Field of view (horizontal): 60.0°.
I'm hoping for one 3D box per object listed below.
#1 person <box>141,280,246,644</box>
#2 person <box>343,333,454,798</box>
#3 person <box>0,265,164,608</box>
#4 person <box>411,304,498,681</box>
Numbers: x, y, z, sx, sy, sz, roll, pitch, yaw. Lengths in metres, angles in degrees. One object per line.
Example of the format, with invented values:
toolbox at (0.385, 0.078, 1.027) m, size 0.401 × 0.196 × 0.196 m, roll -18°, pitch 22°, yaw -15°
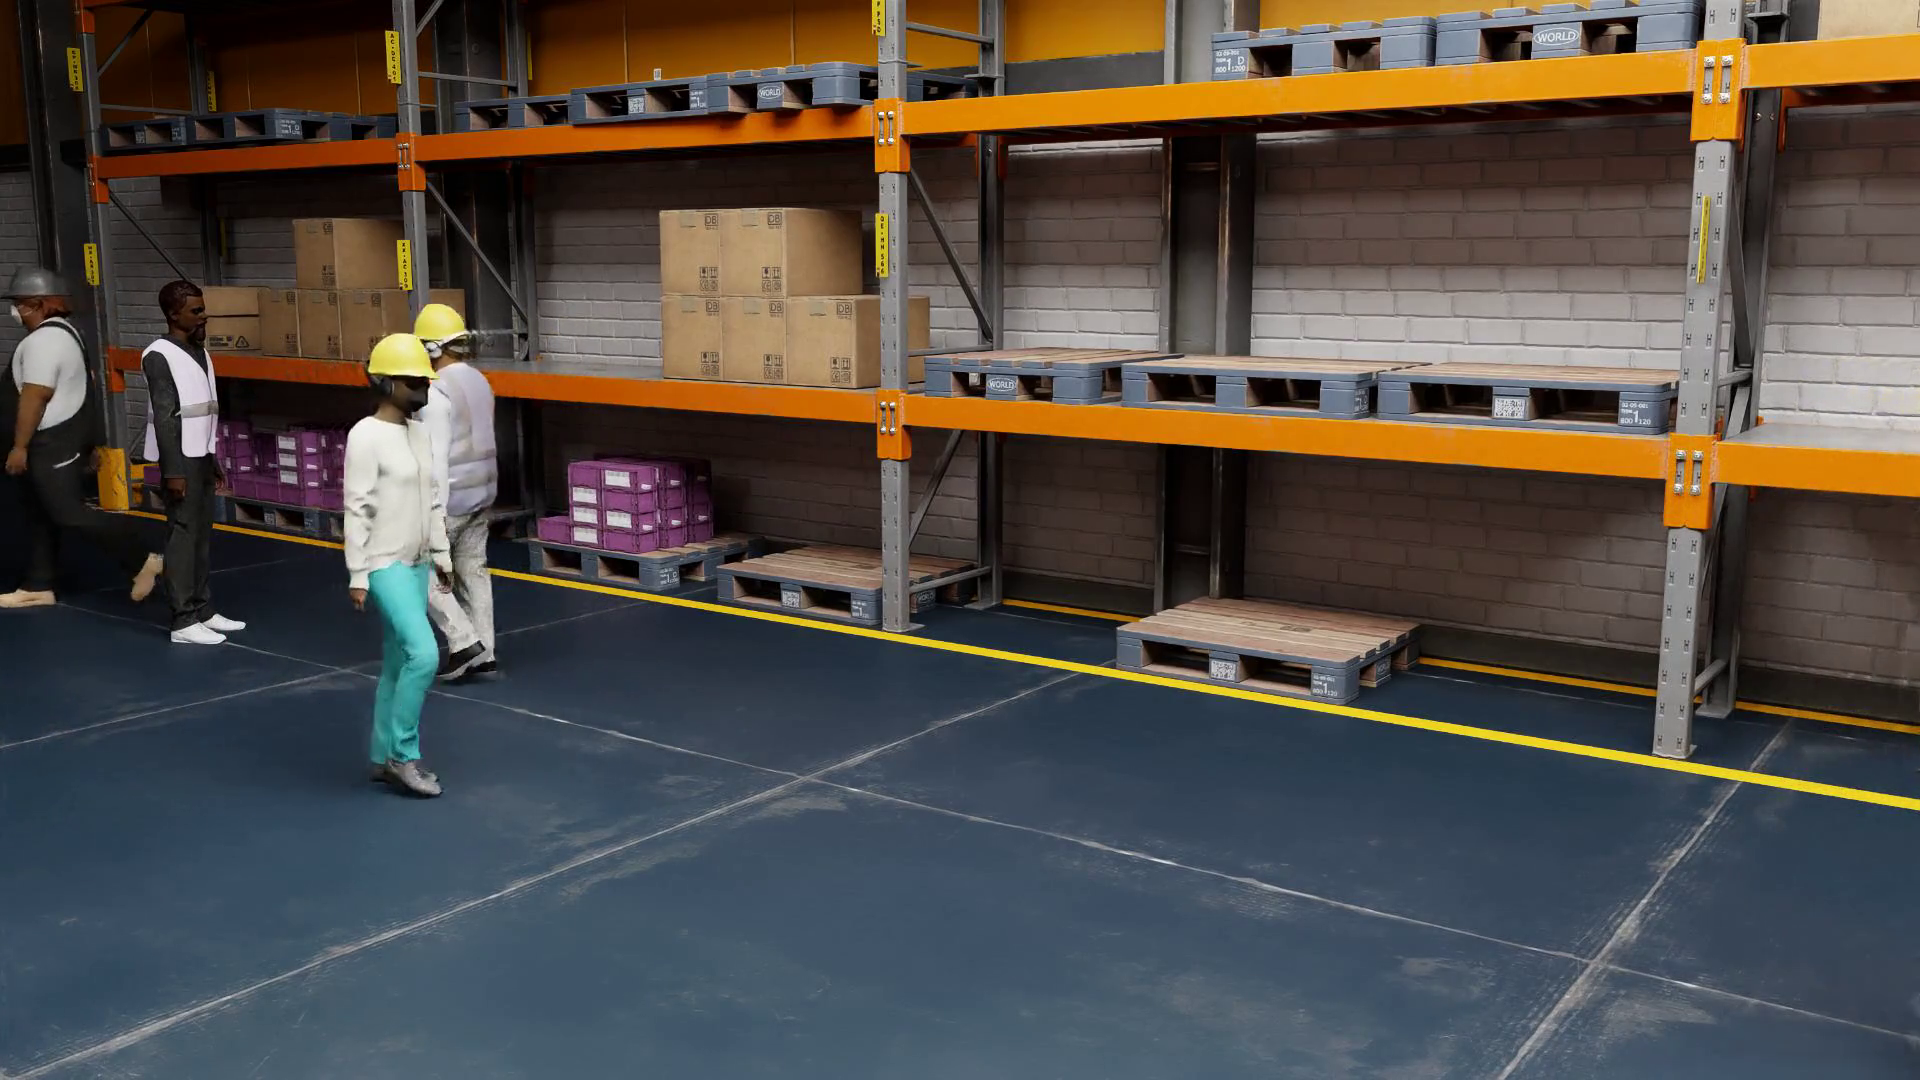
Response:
person at (-4.115, -0.414, 8.867) m, size 0.392 × 1.920 × 0.592 m, roll -1°, pitch 10°, yaw -5°
person at (-2.078, 0.103, 6.284) m, size 0.524 × 1.750 × 0.559 m, roll 2°, pitch 10°, yaw 9°
person at (-5.171, -0.609, 9.665) m, size 0.898 × 2.000 × 0.679 m, roll -3°, pitch 10°, yaw -20°
person at (-2.425, -0.209, 7.945) m, size 0.422 × 1.816 × 0.618 m, roll 2°, pitch 10°, yaw 9°
